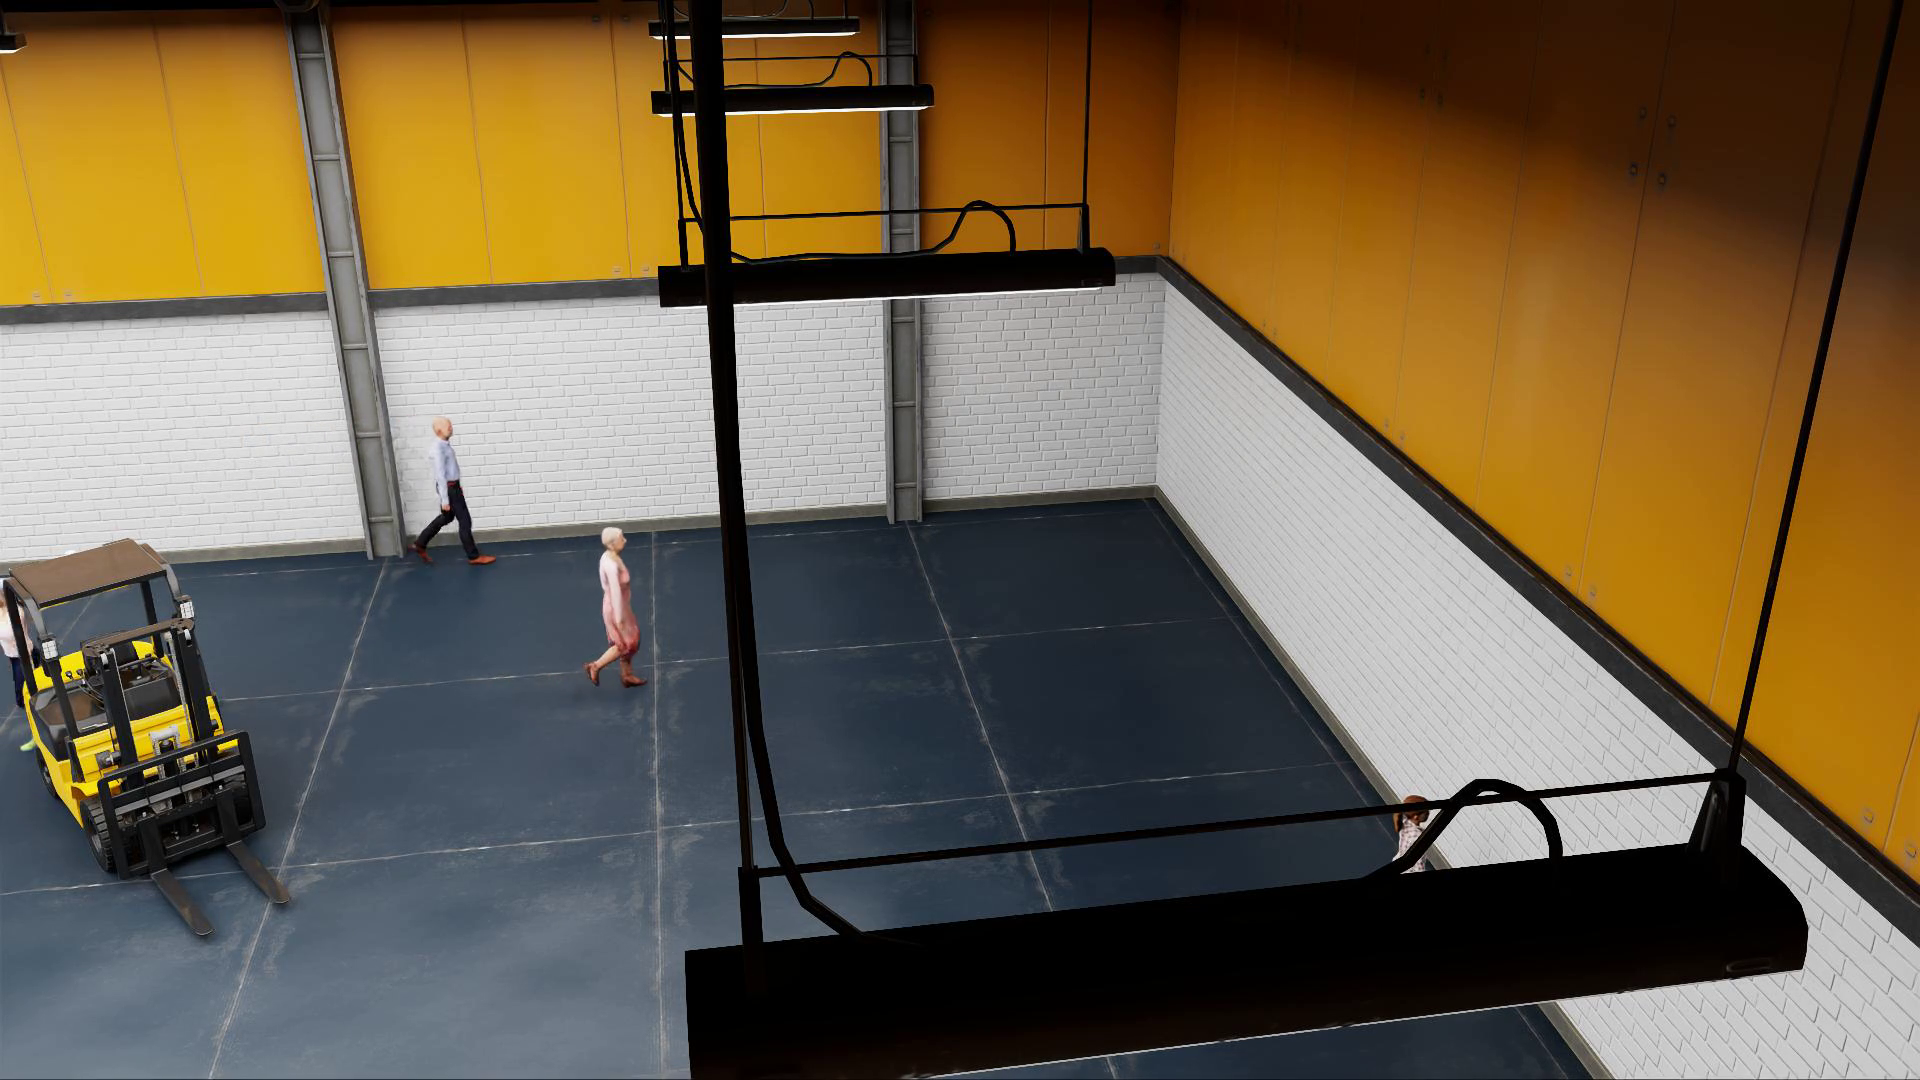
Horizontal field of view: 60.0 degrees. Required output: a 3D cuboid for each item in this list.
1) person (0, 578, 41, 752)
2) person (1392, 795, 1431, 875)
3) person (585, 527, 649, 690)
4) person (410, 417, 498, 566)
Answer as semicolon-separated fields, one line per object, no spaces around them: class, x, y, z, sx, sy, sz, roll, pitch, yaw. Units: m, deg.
person;-8.266;1.085;14.873;0.827;1.690;0.901;21;31;40
person;3.292;2.444;12.237;0.552;1.313;0.550;-1;24;-3
person;-3.327;0.683;15.805;0.833;1.680;0.646;-7;25;-15
person;-5.741;-0.520;18.450;1.164;1.767;0.701;-6;24;-13
